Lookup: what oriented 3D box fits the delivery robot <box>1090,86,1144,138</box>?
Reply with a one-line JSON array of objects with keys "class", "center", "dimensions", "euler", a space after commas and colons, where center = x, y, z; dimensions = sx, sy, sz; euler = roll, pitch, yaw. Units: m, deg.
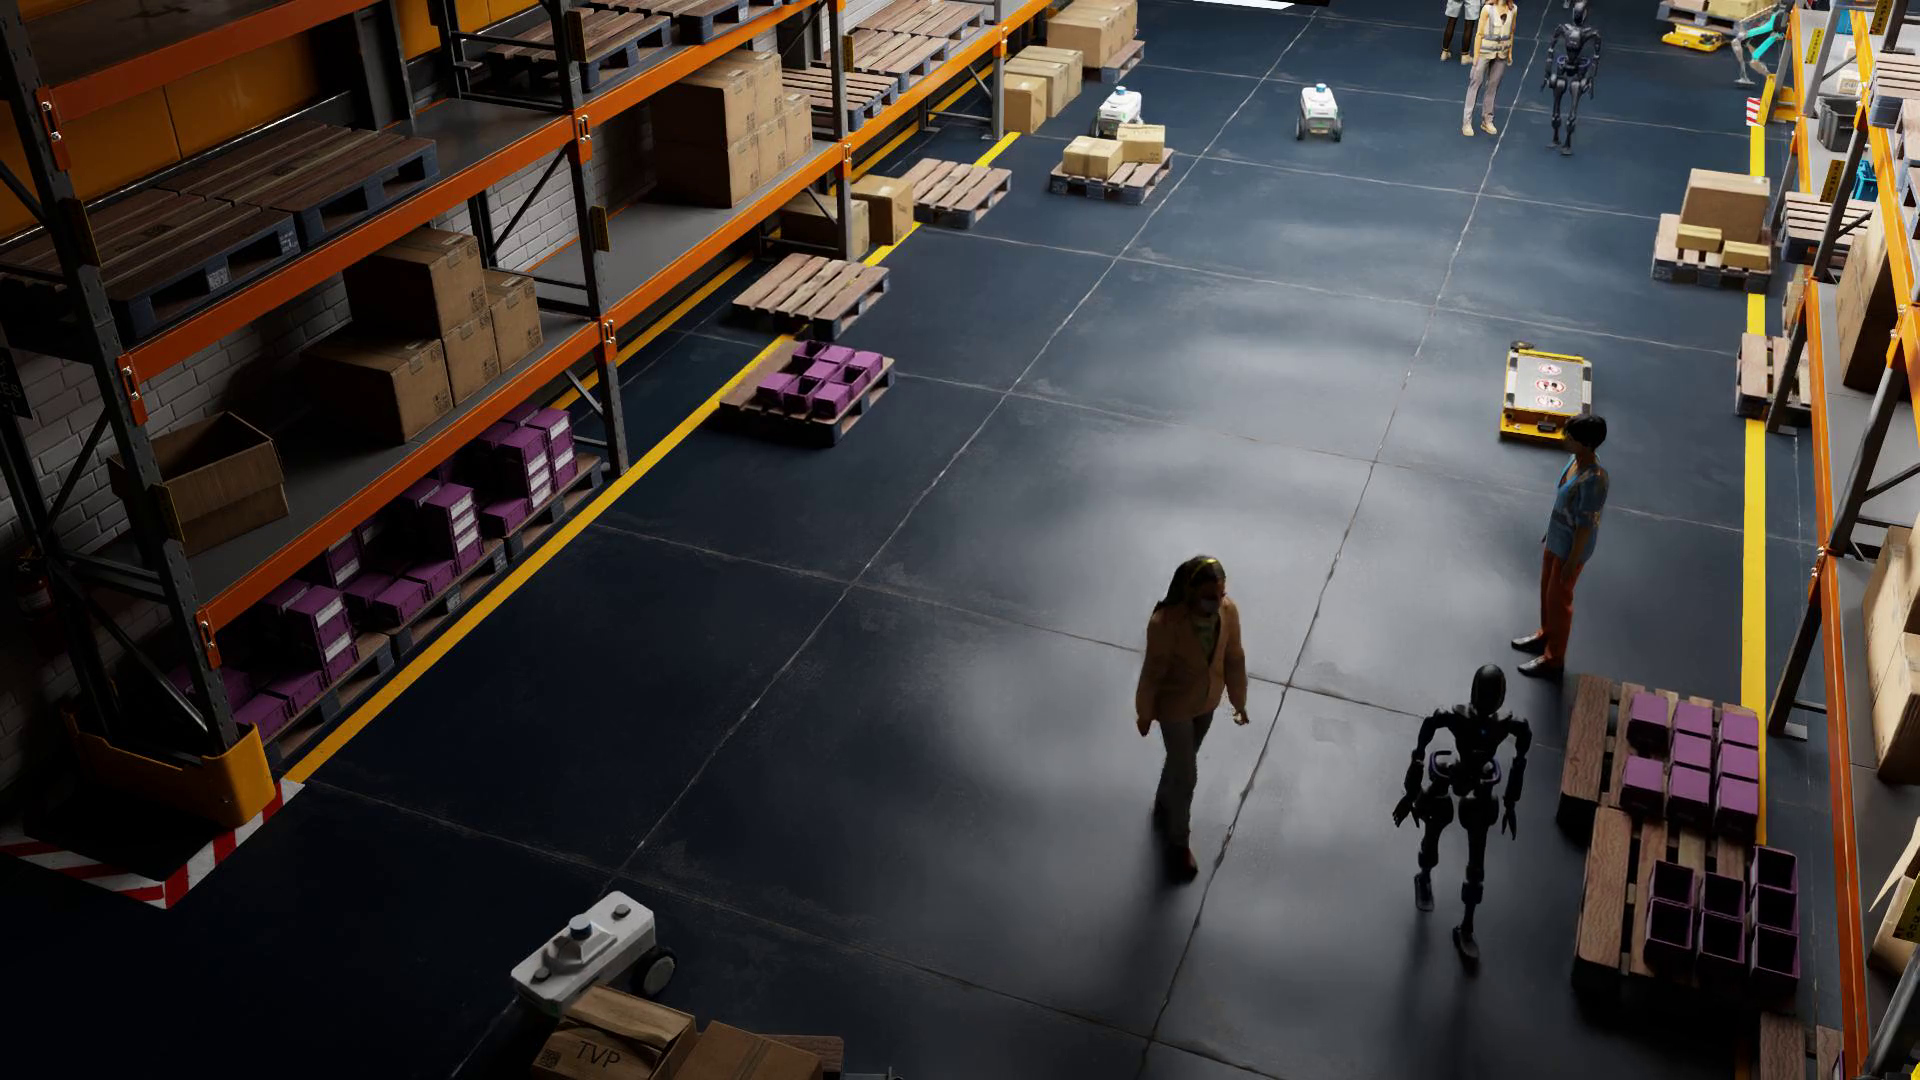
[{"class": "delivery robot", "center": [1.790, -4.799, 18.754], "dimensions": [0.503, 0.594, 0.765], "euler": [11, 34, 17]}]

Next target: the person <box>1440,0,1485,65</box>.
[{"class": "person", "center": [6.359, -6.843, 20.873], "dimensions": [0.534, 1.693, 0.320], "euler": [22, 39, 30]}]

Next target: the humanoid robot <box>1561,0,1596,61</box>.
[{"class": "humanoid robot", "center": [7.804, -6.747, 20.736], "dimensions": [0.307, 1.652, 0.608], "euler": [9, 34, 13]}]

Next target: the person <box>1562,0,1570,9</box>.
[{"class": "person", "center": [8.511, -8.090, 22.772], "dimensions": [0.536, 1.724, 0.791], "euler": [9, 34, 13]}]

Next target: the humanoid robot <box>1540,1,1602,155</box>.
[{"class": "humanoid robot", "center": [6.652, -5.054, 18.115], "dimensions": [0.585, 1.639, 0.381], "euler": [19, 37, 27]}]

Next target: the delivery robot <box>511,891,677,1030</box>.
[{"class": "delivery robot", "center": [-1.821, 2.071, 8.109], "dimensions": [0.499, 0.580, 0.756], "euler": [22, 39, 30]}]

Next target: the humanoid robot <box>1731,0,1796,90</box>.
[{"class": "humanoid robot", "center": [9.643, -6.193, 19.805], "dimensions": [0.949, 1.742, 0.545], "euler": [9, 34, 13]}]

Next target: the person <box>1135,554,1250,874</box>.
[{"class": "person", "center": [1.263, 0.899, 8.736], "dimensions": [0.585, 1.849, 0.727], "euler": [-17, 37, -25]}]

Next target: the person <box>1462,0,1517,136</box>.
[{"class": "person", "center": [5.946, -5.416, 18.581], "dimensions": [0.459, 1.780, 0.306], "euler": [-7, 33, -10]}]

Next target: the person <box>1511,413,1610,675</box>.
[{"class": "person", "center": [3.704, 0.021, 10.190], "dimensions": [0.336, 1.758, 0.503], "euler": [3, 33, 4]}]

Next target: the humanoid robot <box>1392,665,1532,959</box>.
[{"class": "humanoid robot", "center": [2.496, 1.309, 8.282], "dimensions": [0.612, 1.634, 0.619], "euler": [4, 33, 6]}]

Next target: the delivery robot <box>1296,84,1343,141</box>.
[{"class": "delivery robot", "center": [4.060, -4.844, 18.840], "dimensions": [0.499, 0.610, 0.814], "euler": [2, 33, 3]}]

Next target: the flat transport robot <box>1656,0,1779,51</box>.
[{"class": "flat transport robot", "center": [9.986, -6.773, 22.074], "dimensions": [1.431, 0.231, 0.659], "euler": [-27, 41, -35]}]

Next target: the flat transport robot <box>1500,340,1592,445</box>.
[{"class": "flat transport robot", "center": [4.738, -1.187, 13.428], "dimensions": [0.659, 0.231, 1.431], "euler": [10, 34, 15]}]
